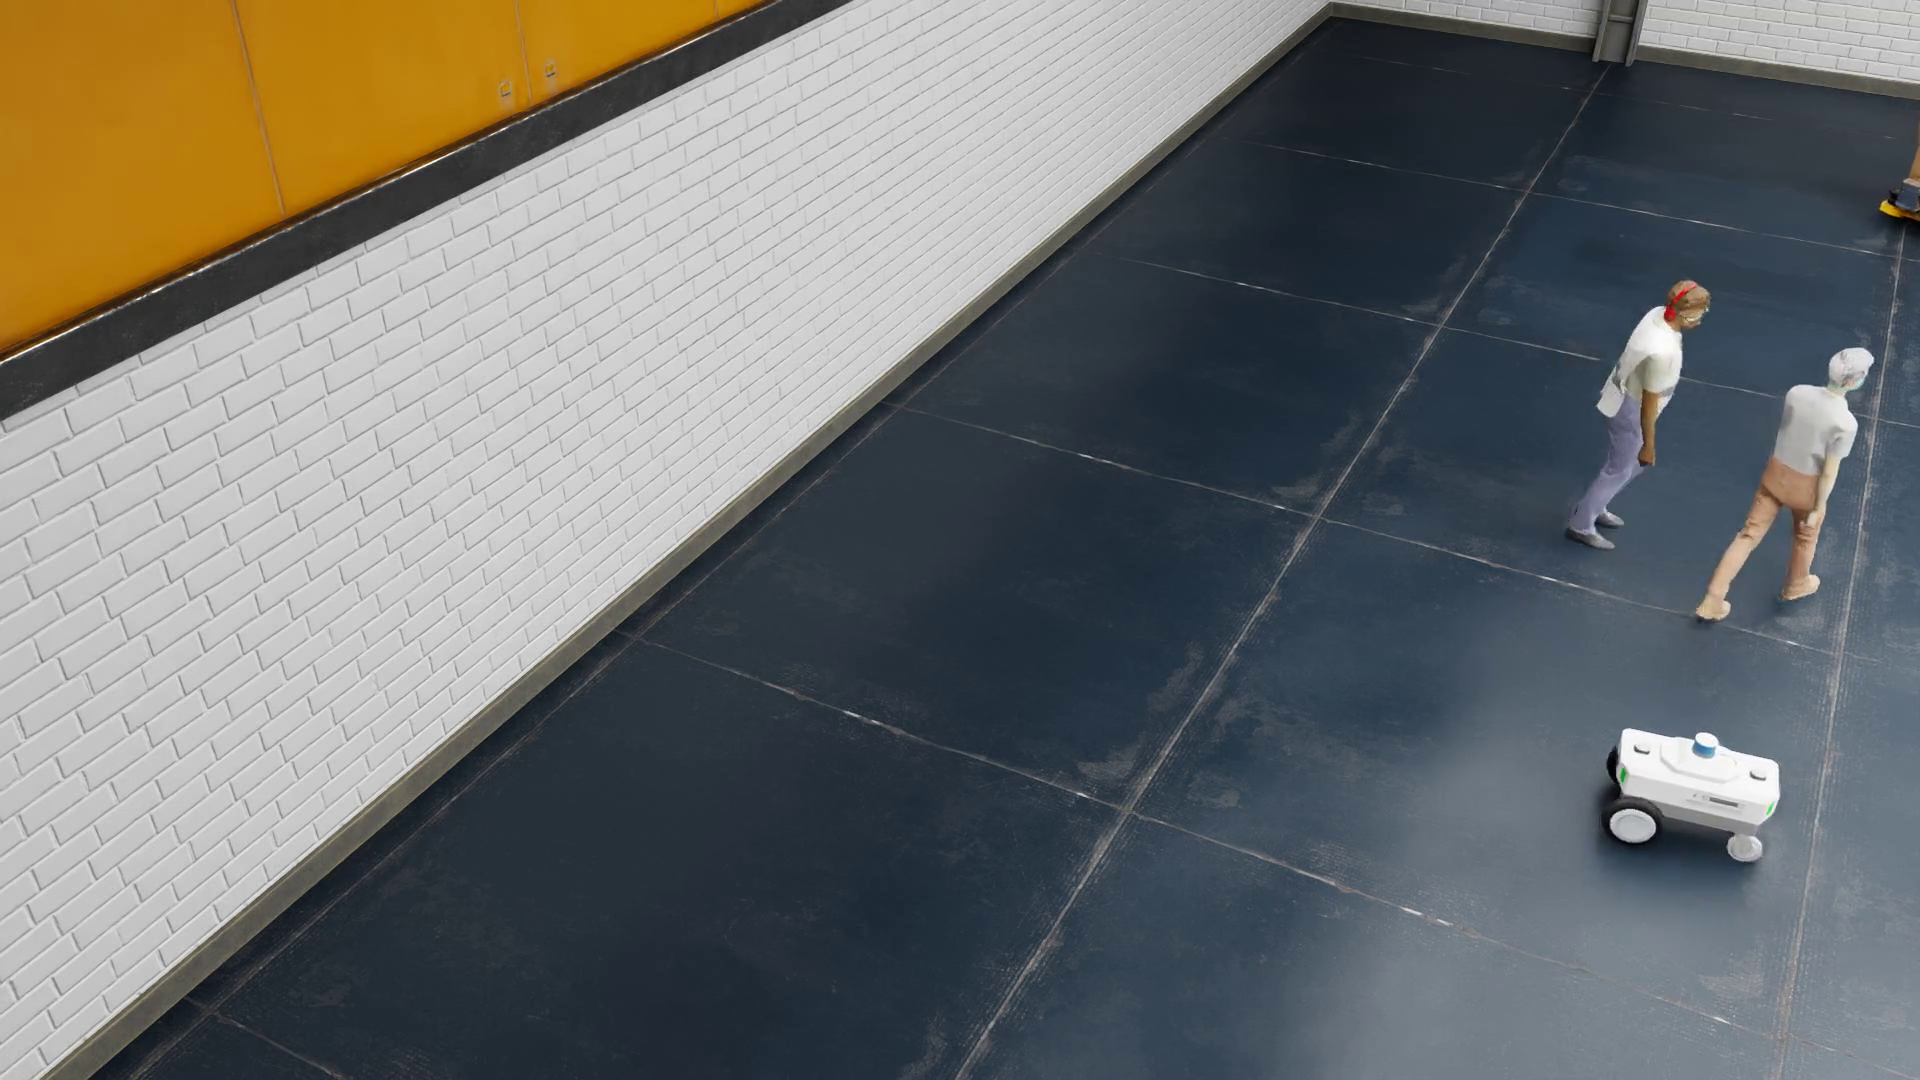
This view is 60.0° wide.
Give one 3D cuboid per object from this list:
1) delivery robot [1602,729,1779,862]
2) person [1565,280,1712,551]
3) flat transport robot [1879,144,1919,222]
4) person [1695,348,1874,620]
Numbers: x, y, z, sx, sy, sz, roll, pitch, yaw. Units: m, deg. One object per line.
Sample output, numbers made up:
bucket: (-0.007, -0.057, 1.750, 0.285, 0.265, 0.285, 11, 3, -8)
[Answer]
delivery robot: (3.476, 1.185, 7.976, 0.802, 0.614, 0.499, 12, 36, 17)
person: (3.911, -0.710, 9.653, 0.482, 1.808, 0.585, 14, 36, 19)
flat transport robot: (8.602, -2.684, 13.971, 0.659, 0.231, 1.431, -21, 39, -28)
person: (4.582, -0.305, 9.156, 0.930, 1.699, 0.474, -18, 38, -25)
